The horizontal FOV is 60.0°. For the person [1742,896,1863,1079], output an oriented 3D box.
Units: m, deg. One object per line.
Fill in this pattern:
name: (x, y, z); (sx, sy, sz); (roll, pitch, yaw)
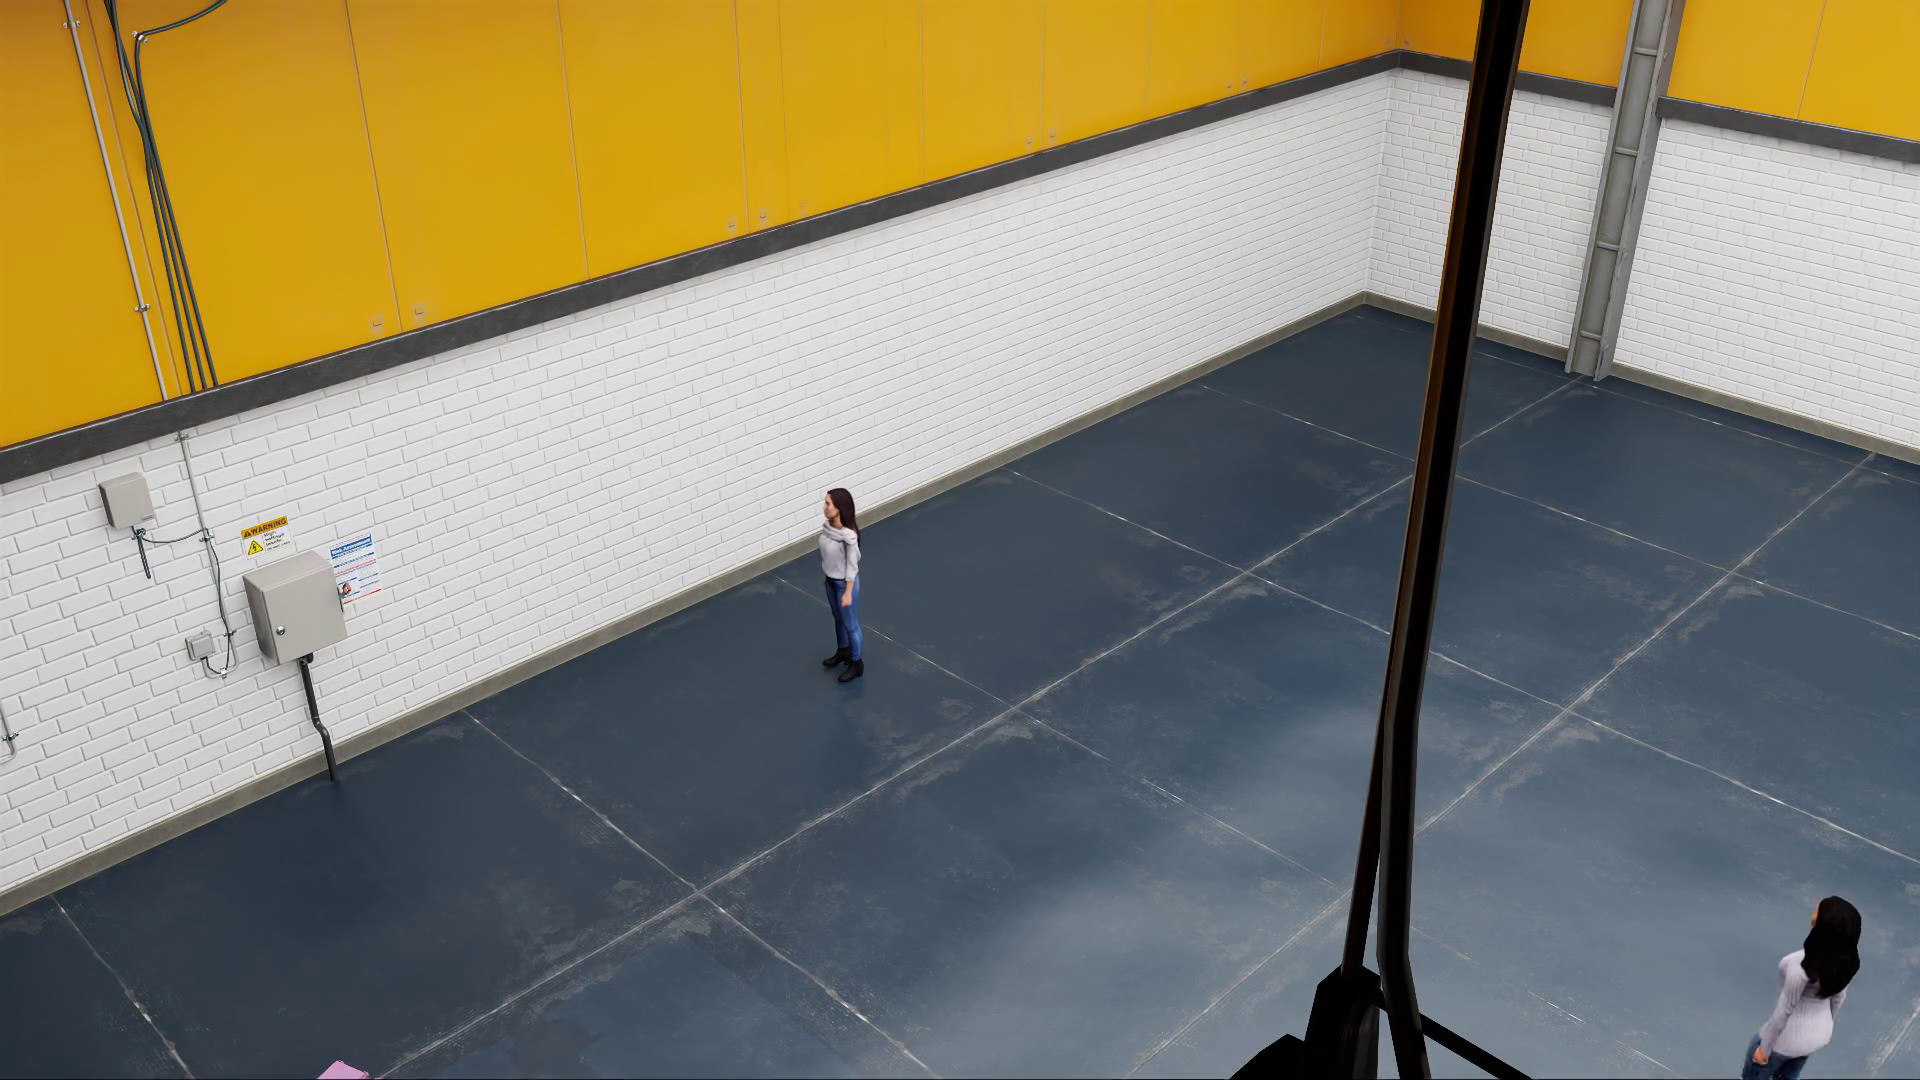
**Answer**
person: (4.340, 2.600, 8.487); (0.775, 1.722, 0.884); (-12, 31, -20)

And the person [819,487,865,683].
person: (-0.897, 0.321, 12.758); (0.714, 1.633, 0.541); (-15, 32, -26)
